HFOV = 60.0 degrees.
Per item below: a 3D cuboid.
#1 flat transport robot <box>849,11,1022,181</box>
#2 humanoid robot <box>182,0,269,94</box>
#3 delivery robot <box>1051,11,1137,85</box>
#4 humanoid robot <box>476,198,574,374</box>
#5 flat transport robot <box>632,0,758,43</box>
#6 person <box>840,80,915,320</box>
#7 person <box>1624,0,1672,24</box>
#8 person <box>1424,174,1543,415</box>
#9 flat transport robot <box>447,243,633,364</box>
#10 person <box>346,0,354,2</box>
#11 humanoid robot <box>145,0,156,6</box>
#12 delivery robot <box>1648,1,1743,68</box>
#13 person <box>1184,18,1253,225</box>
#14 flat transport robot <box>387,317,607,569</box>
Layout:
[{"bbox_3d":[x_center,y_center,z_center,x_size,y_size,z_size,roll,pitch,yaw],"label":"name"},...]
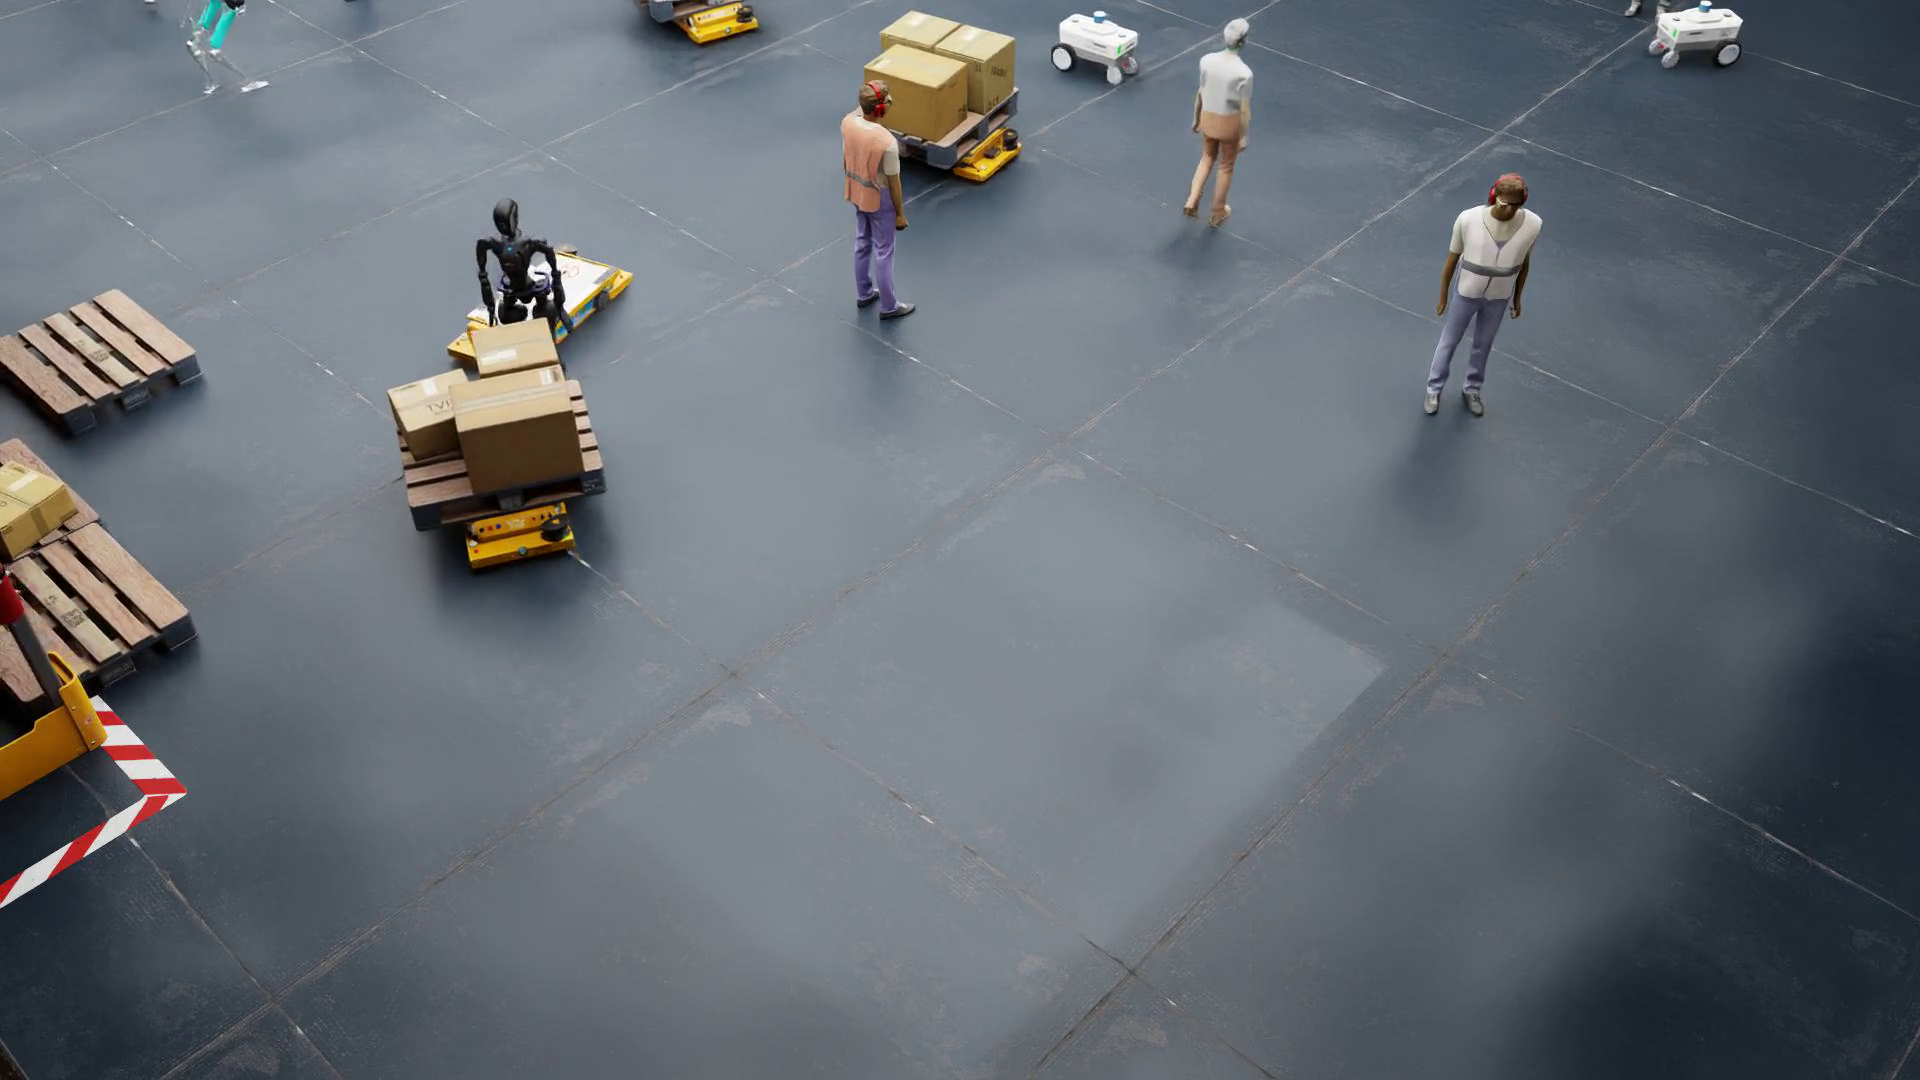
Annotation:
[{"bbox_3d":[-0.243,-3.494,14.409,1.431,0.231,0.659,22,46,22],"label":"flat transport robot"},{"bbox_3d":[-6.689,-4.767,14.736,0.534,1.792,0.785,24,47,24],"label":"humanoid robot"},{"bbox_3d":[1.252,-4.606,15.439,0.781,0.605,0.499,27,48,26],"label":"delivery robot"},{"bbox_3d":[-2.939,-1.607,11.266,0.607,1.642,0.377,-1,42,-1],"label":"humanoid robot"},{"bbox_3d":[-2.631,-5.324,16.443,0.659,0.231,1.431,-24,47,-24],"label":"flat transport robot"},{"bbox_3d":[-0.625,-2.453,12.073,0.389,1.847,0.563,-32,51,-30],"label":"person"},{"bbox_3d":[6.792,-5.896,15.912,0.571,1.833,0.399,18,45,19],"label":"person"},{"bbox_3d":[3.503,-1.658,11.193,0.568,1.840,0.372,1,42,1],"label":"person"},{"bbox_3d":[-3.131,-1.736,12.456,0.659,0.231,1.431,18,45,19],"label":"flat transport robot"},{"bbox_3d":[-6.152,-6.262,16.291,0.415,1.872,0.536,-25,48,-25],"label":"person"},{"bbox_3d":[-8.183,-5.954,16.088,0.535,1.769,1.025,-25,48,-25],"label":"humanoid robot"},{"bbox_3d":[6.922,-4.756,15.593,0.784,0.589,0.499,-7,42,-7],"label":"delivery robot"},{"bbox_3d":[2.041,-3.248,13.041,0.509,1.727,0.447,27,48,27],"label":"person"},{"bbox_3d":[-2.989,-0.392,10.962,0.659,0.231,1.431,-13,44,-14],"label":"flat transport robot"}]
